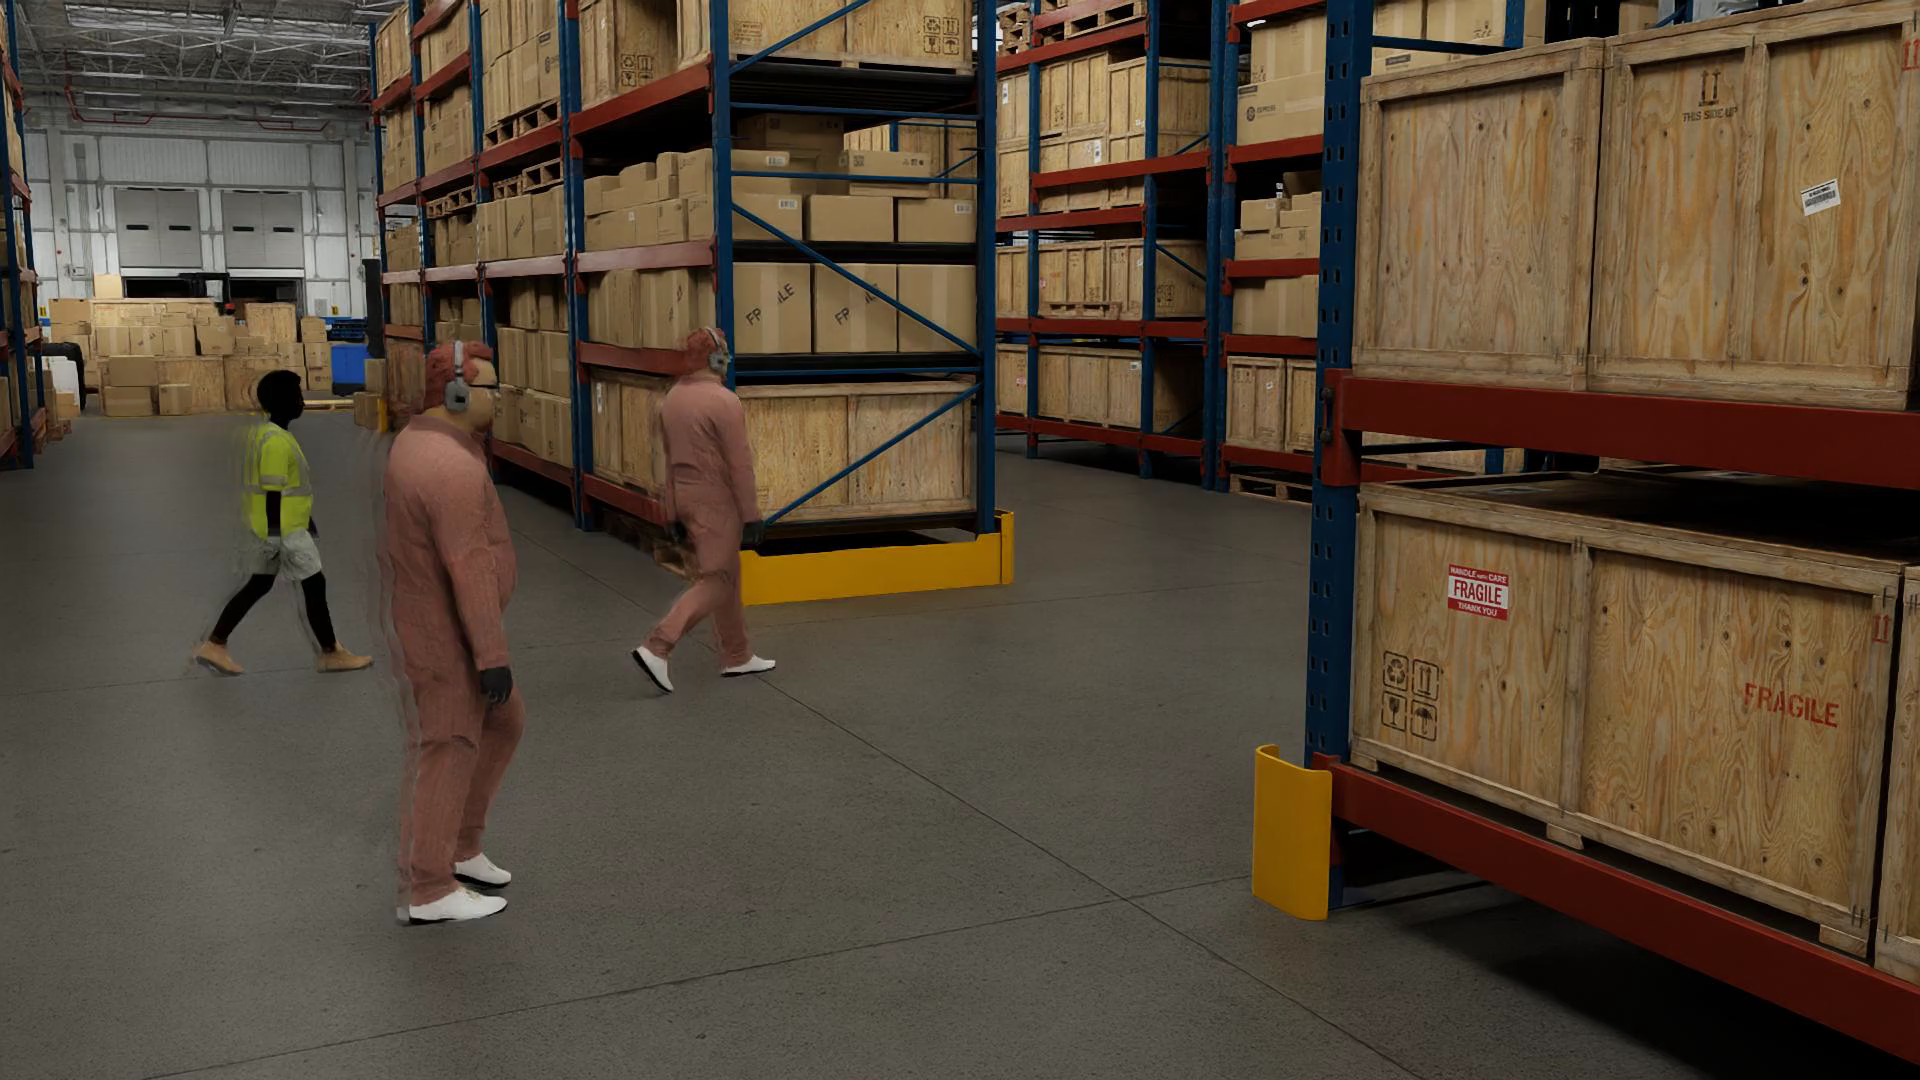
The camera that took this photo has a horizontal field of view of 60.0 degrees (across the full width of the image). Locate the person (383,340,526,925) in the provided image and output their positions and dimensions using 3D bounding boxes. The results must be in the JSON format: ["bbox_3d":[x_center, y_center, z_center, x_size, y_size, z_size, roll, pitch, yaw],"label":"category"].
[{"bbox_3d":[-1.600,0.302,5.396,0.524,1.886,0.688,-4,9,-26],"label":"person"}]

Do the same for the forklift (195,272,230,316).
[{"bbox_3d":[-22.729,-6.771,50.781,1.873,2.768,1.129,6,10,37],"label":"forklift"}]

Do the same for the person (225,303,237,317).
[{"bbox_3d":[-20.387,-5.654,46.375,0.628,1.918,0.559,-5,9,-29],"label":"person"}]

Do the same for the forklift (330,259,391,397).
[{"bbox_3d":[-11.763,-4.321,33.885,1.873,2.768,1.129,1,8,7],"label":"forklift"}]

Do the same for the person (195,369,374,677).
[{"bbox_3d":[-3.660,-0.080,8.850,0.871,1.658,0.542,-4,9,-27],"label":"person"}]

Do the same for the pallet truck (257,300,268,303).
[{"bbox_3d":[-23.913,-7.404,58.171,1.885,1.965,0.823,-1,8,-9],"label":"pallet truck"}]

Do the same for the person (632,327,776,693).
[{"bbox_3d":[-1.333,-0.162,8.635,0.868,1.880,0.642,-6,10,-36],"label":"person"}]
